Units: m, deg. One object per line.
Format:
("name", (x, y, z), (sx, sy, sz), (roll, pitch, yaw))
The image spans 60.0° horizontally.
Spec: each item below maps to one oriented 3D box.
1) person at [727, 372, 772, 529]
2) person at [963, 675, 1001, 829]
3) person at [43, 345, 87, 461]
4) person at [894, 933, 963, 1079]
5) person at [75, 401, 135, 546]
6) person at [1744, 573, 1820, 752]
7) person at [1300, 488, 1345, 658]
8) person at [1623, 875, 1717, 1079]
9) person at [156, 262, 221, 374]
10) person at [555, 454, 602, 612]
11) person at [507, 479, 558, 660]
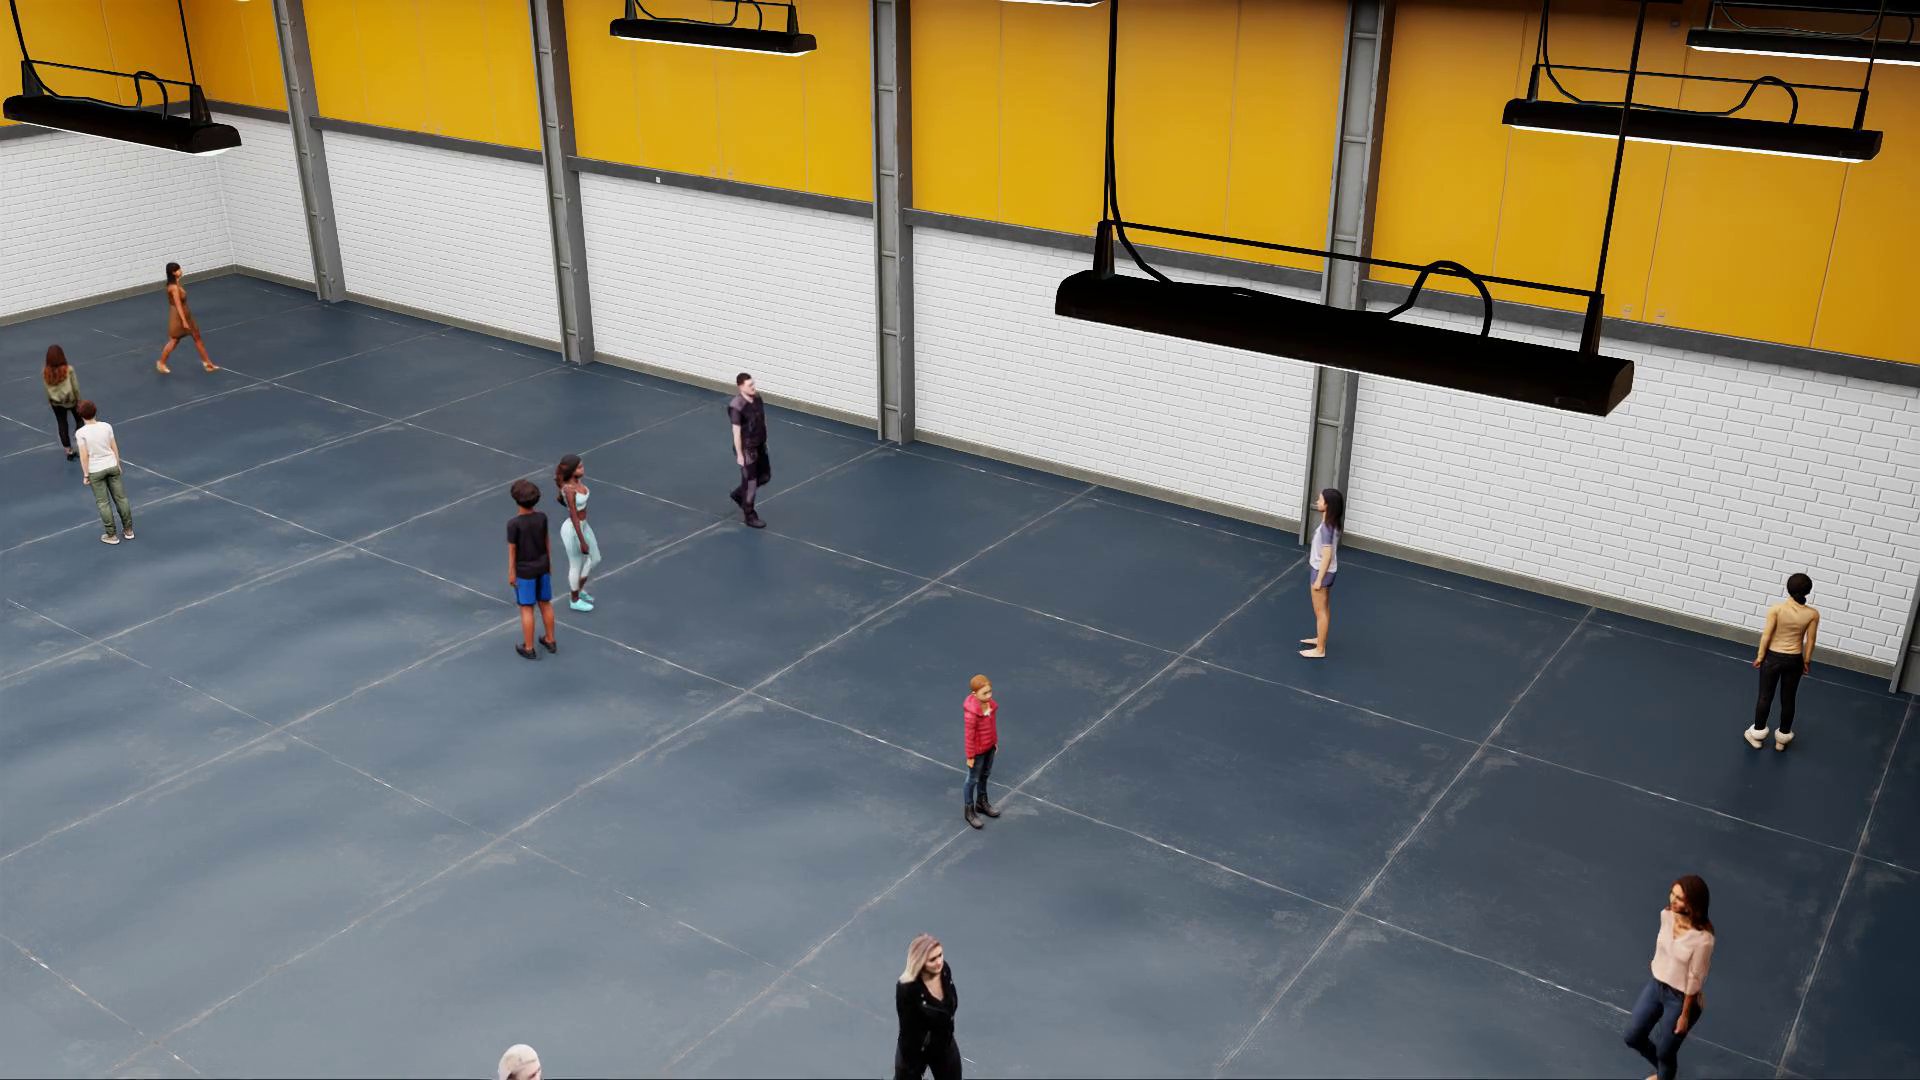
("person", (-2.470, -1.052, 19.022), (0.856, 1.833, 0.794), (12, 26, 25))
("person", (0.161, 1.676, 13.426), (0.507, 1.317, 0.529), (19, 30, 36))
("person", (-11.331, -1.717, 21.011), (0.777, 1.458, 0.838), (-5, 24, -12))
("person", (-0.283, 3.033, 9.922), (1.207, 1.637, 0.765), (21, 31, 40))
("person", (-9.579, -0.768, 18.595), (0.572, 1.655, 0.600), (20, 31, 38))
("person", (7.152, 1.044, 14.445), (0.588, 1.659, 0.729), (6, 24, 14))
("person", (3.508, 0.303, 16.047), (0.616, 1.734, 0.643), (7, 24, 15))
("person", (4.476, 2.814, 10.249), (0.801, 1.776, 0.738), (-8, 25, -17))
("person", (-11.372, -3.166, 24.083), (1.086, 1.654, 1.074), (-6, 24, -13))
("person", (-3.972, -0.063, 16.910), (0.705, 1.713, 0.670), (3, 24, 7))
("person", (-4.115, 0.276, 16.034), (0.616, 1.794, 0.629), (21, 31, 40))
